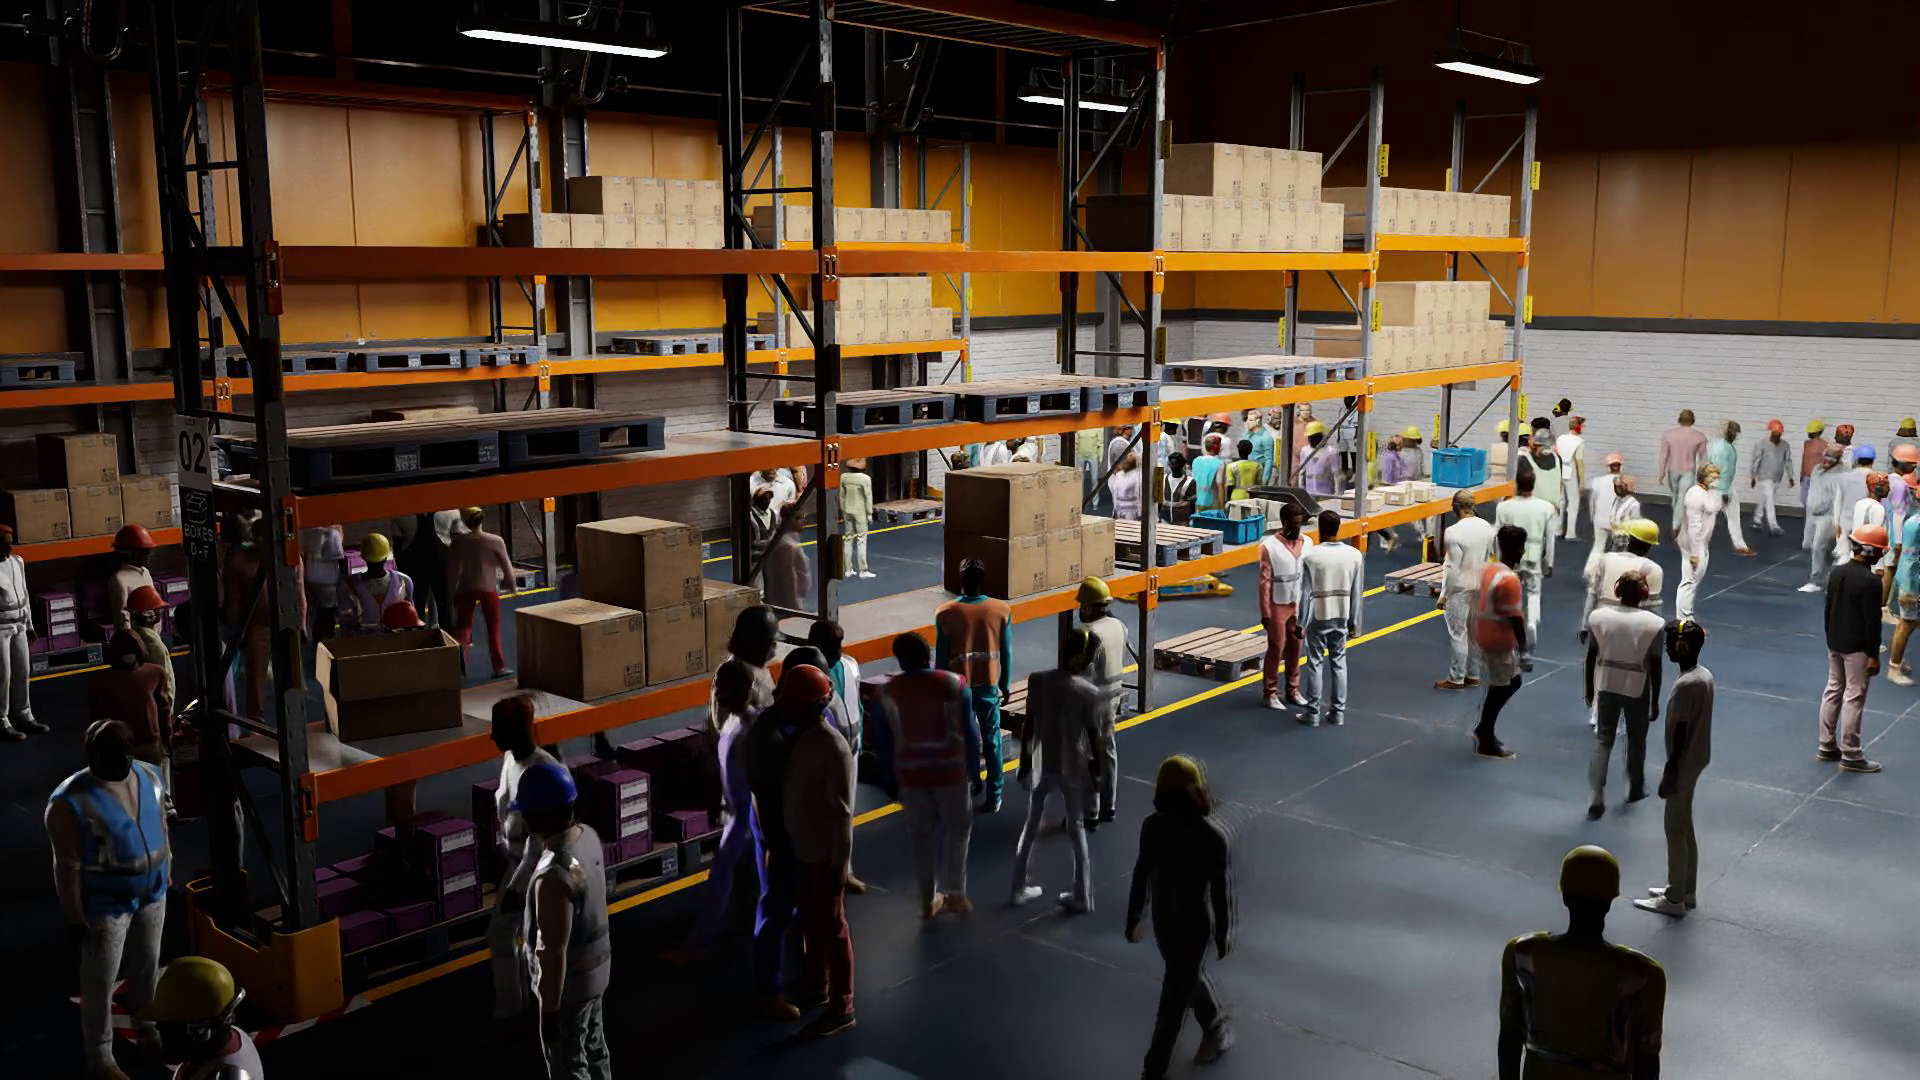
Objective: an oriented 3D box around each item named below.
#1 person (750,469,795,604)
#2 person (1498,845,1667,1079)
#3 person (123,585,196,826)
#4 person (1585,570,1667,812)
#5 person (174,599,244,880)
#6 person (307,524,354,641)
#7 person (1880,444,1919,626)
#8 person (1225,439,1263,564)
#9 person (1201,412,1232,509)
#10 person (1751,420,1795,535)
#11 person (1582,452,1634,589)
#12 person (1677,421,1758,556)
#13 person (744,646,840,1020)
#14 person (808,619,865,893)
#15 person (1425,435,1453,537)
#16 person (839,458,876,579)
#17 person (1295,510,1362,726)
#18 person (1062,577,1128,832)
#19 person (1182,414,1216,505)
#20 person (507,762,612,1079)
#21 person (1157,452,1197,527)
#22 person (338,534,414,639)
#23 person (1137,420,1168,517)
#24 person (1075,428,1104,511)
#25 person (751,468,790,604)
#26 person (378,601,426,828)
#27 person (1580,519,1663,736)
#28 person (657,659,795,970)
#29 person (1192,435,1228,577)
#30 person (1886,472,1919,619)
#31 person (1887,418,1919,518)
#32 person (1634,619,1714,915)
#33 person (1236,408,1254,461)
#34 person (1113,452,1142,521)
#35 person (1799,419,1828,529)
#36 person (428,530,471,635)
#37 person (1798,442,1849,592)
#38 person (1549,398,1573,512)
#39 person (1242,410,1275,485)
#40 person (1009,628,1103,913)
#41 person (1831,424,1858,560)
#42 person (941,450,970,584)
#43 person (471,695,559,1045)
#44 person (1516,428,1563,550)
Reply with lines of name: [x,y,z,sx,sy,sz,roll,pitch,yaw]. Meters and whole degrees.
person: [-2.186,-0.065,19.104,0.644,1.900,0.399,-3,10,-15]
person: [2.312,2.082,6.245,0.583,1.917,0.404,7,12,34]
person: [-5.821,1.193,12.007,0.564,1.755,0.323,8,12,39]
person: [4.906,1.116,12.321,0.578,1.811,0.863,7,12,37]
person: [-4.822,1.323,10.699,0.362,1.935,0.631,-3,10,-18]
person: [-6.747,0.114,17.847,0.685,1.955,0.675,-7,12,-37]
person: [10.504,-0.063,18.663,0.396,2.038,0.615,3,10,16]
person: [3.806,-0.505,22.324,0.540,1.695,0.317,-2,10,-15]
person: [3.661,-0.891,23.988,0.541,1.911,0.677,-7,12,-36]
person: [12.209,-0.960,25.016,0.563,1.707,0.891,-2,10,-13]
person: [8.015,-0.223,20.565,0.571,1.723,0.682,8,12,40]
person: [10.533,-0.725,23.098,1.014,1.891,0.647,7,12,35]
person: [-0.840,1.552,9.018,0.537,2.000,0.685,6,11,34]
person: [-0.846,1.394,10.594,0.430,1.836,0.639,8,13,41]
person: [6.709,-0.693,23.308,0.307,1.743,0.494,2,10,11]
person: [-1.330,-0.318,21.401,0.501,1.631,0.285,7,12,35]
person: [3.225,0.689,14.575,0.597,1.909,0.405,-3,10,-16]
person: [0.951,1.168,11.933,0.404,1.831,0.600,7,12,34]
person: [3.684,-1.193,25.460,0.610,2.031,0.408,8,12,40]
person: [-1.723,1.903,7.241,0.415,1.939,0.604,0,10,2]
person: [2.708,-0.265,20.886,0.530,1.697,0.321,5,11,28]
person: [-4.649,0.891,13.329,0.584,1.919,0.381,-5,11,-30]
person: [2.798,-0.927,24.185,0.392,1.920,0.587,-7,12,-36]
person: [2.083,-1.344,27.152,0.526,1.762,0.341,3,10,16]
person: [-2.226,-0.168,19.640,0.369,1.932,0.622,7,12,36]
person: [-3.832,1.280,11.494,0.333,1.749,0.574,-6,11,-33]
person: [5.662,0.757,14.230,0.619,1.878,0.601,-7,12,-37]
person: [-1.288,1.563,9.707,0.981,1.789,0.522,-4,10,-21]
person: [3.203,-0.436,21.470,0.373,1.843,0.571,-7,12,-35]
person: [10.543,0.078,18.715,0.354,1.738,0.577,5,11,28]
person: [14.138,-0.961,24.906,0.289,1.746,0.485,-7,12,-36]
person: [4.500,1.413,10.417,0.351,1.856,0.521,7,12,34]
person: [4.531,-1.278,26.288,0.432,1.916,0.647,-1,10,-4]
person: [2.260,-0.355,21.672,0.681,1.617,0.538,-5,11,-29]
person: [12.789,-0.951,24.881,0.502,1.728,0.526,-2,10,-9]
person: [-5.477,0.149,17.671,0.605,1.948,0.404,0,10,-1]
person: [10.688,-0.277,20.428,0.603,1.875,0.658,-2,10,-9]
person: [9.780,-1.369,27.020,0.507,1.861,0.328,2,10,11]
person: [4.296,-0.946,24.333,0.399,1.907,0.644,-5,11,-27]
person: [0.616,1.431,10.390,0.561,1.829,0.382,4,10,21]
person: [11.984,-0.635,22.583,0.351,1.878,0.569,5,11,27]
person: [-0.040,-0.150,19.806,0.342,1.838,0.501,-5,11,-25]
person: [-2.274,1.716,8.577,0.730,1.855,0.565,-9,13,-42]
person: [7.316,-0.487,21.191,0.707,2.000,0.745,-3,10,-17]
